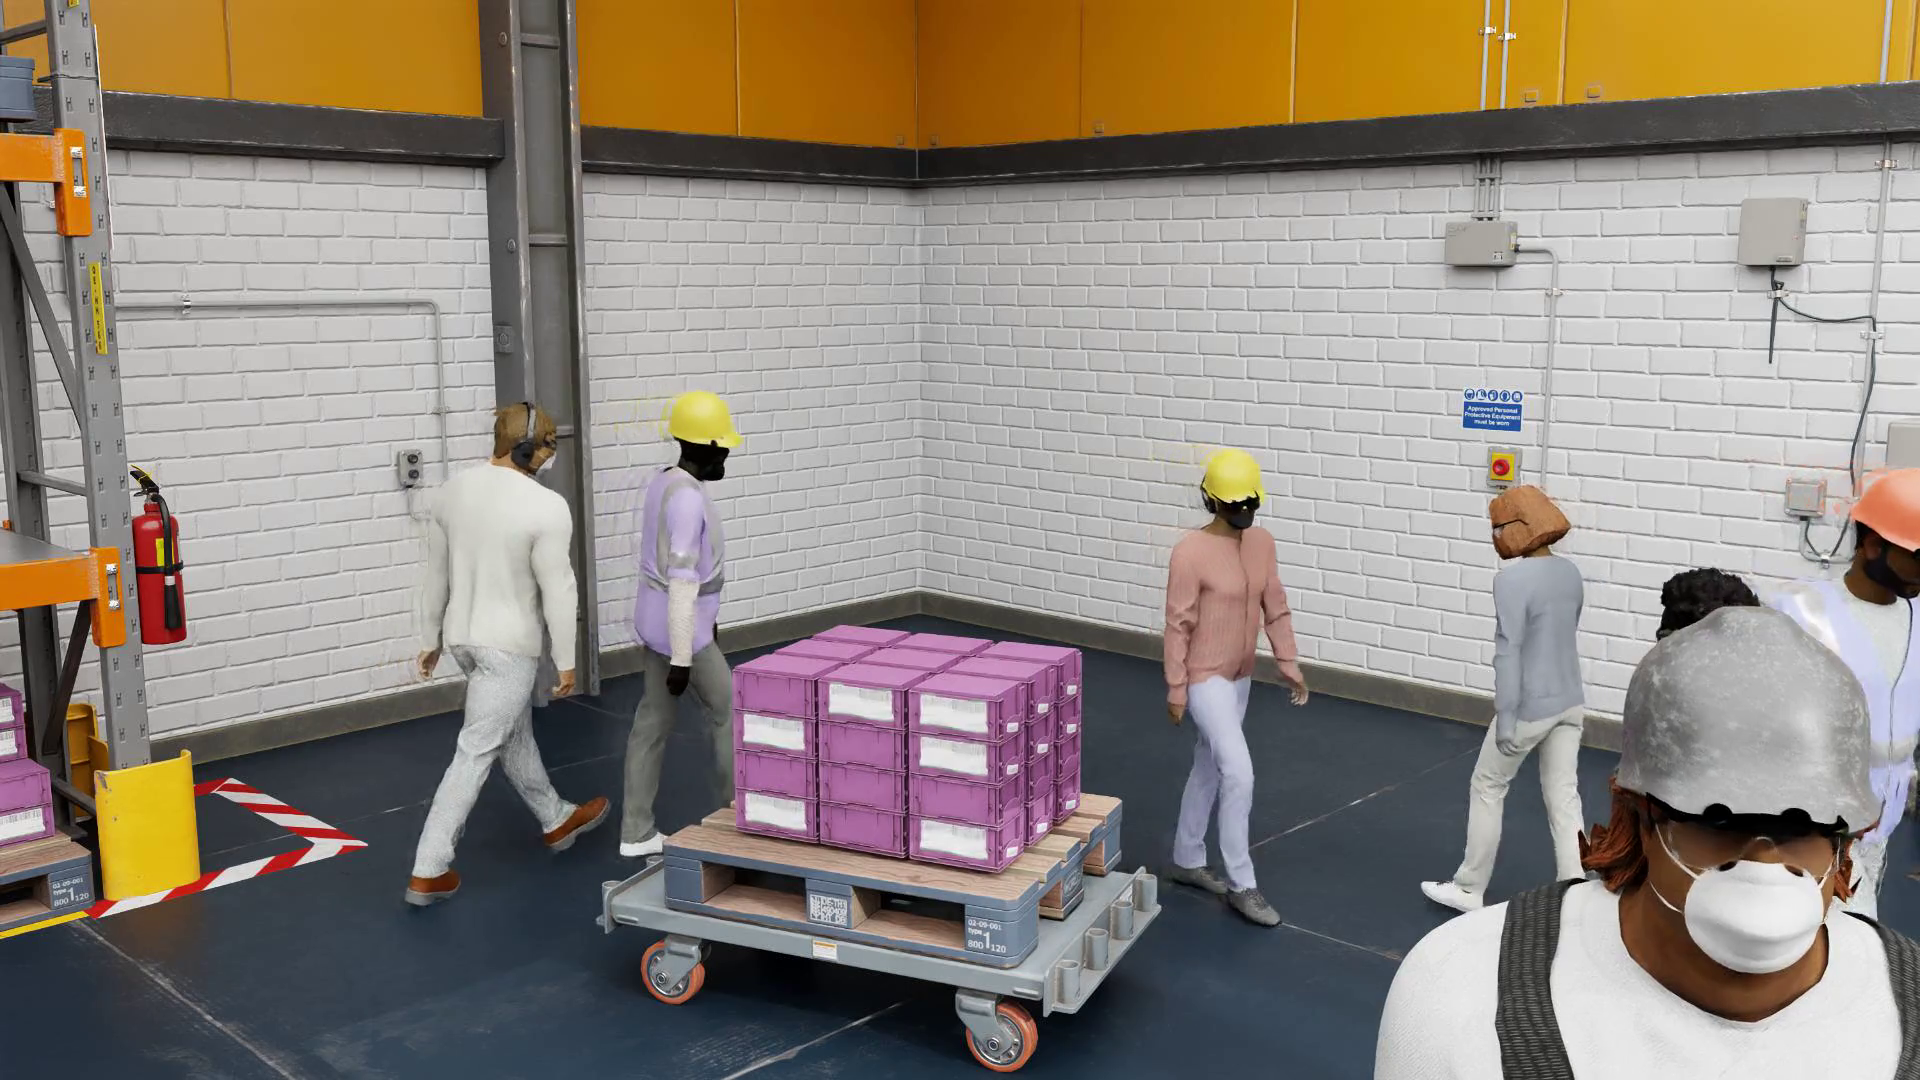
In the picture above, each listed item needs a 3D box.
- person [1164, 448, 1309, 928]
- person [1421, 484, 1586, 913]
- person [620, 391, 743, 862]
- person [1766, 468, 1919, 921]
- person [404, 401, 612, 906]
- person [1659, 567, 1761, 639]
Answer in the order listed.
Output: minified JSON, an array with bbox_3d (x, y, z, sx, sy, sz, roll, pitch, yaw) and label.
[{"bbox_3d":[1.023,0.524,6.056,0.718,1.722,0.546,9,13,43],"label":"person"},{"bbox_3d":[1.987,0.601,5.948,0.520,1.591,0.734,-6,11,-34],"label":"person"},{"bbox_3d":[-1.012,0.347,6.630,0.818,1.885,0.684,-4,10,-25],"label":"person"},{"bbox_3d":[2.331,0.743,4.279,0.601,1.864,0.948,-3,10,-18],"label":"person"},{"bbox_3d":[-1.752,0.403,6.365,0.675,1.870,1.046,6,11,31],"label":"person"},{"bbox_3d":[1.768,0.899,3.938,0.720,1.673,0.543,9,13,44],"label":"person"}]
